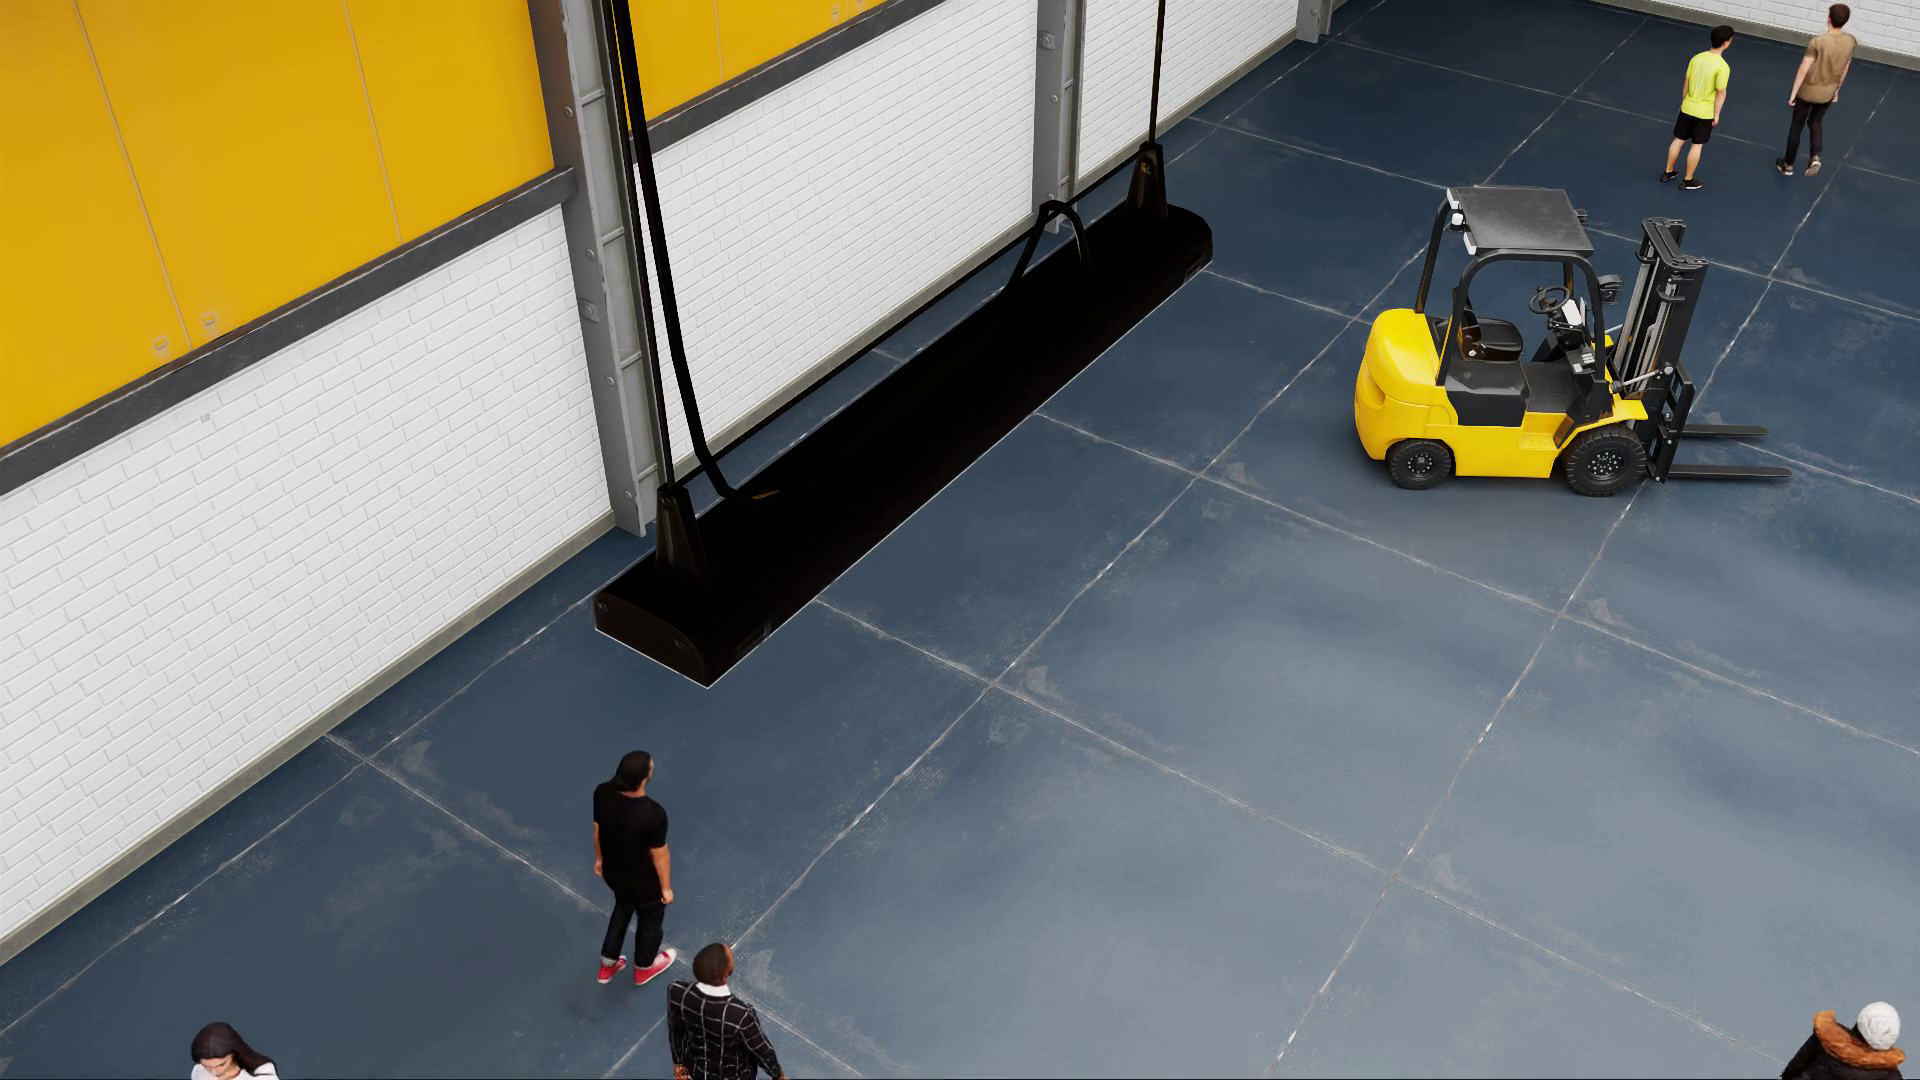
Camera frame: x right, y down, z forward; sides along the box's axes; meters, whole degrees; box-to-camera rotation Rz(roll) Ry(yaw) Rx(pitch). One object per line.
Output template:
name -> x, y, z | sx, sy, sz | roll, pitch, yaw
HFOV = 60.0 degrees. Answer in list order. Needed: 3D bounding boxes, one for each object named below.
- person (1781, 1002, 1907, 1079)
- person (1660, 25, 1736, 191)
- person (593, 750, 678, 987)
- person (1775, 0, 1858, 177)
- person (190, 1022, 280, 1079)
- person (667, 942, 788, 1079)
person -> 4.153, 2.823, 8.059 | 0.648, 1.620, 0.673 | 28, 46, 30
person -> 7.604, -4.449, 17.094 | 0.663, 1.709, 0.689 | -22, 44, -25
person -> -1.828, 1.871, 9.159 | 0.670, 1.736, 0.743 | 17, 42, 20
person -> 8.875, -4.584, 17.155 | 0.951, 1.844, 1.038 | -1, 39, -2
person -> -3.293, 2.793, 8.001 | 0.944, 1.739, 1.126 | 2, 39, 3
person -> -1.213, 2.657, 8.121 | 0.712, 1.802, 0.733 | 20, 43, 23
